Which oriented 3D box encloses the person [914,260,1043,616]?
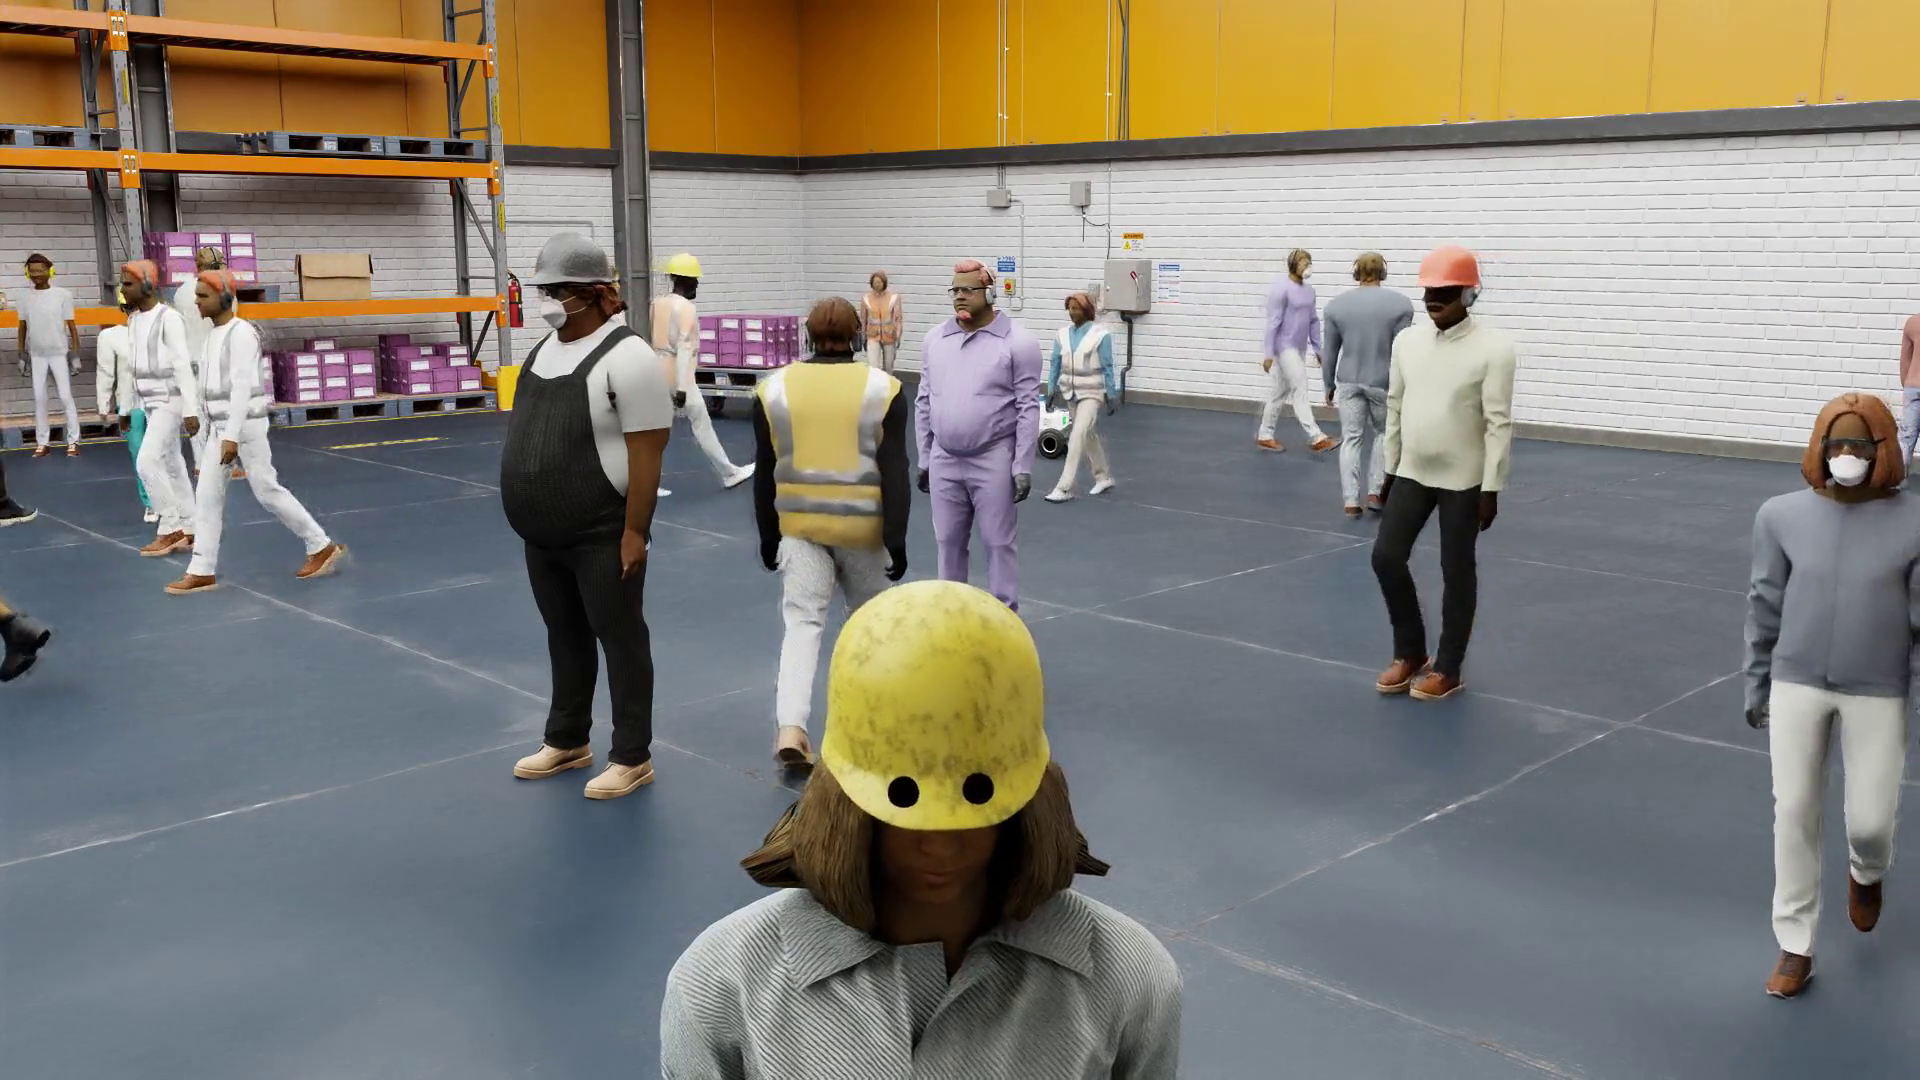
[{"bbox_3d":[0.059,-0.373,7.948,0.643,1.908,0.408,5,12,26],"label":"person"}]

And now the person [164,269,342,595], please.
[{"bbox_3d":[-4.103,-0.634,9.572,0.593,1.849,0.966,10,14,42],"label":"person"}]

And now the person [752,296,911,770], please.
[{"bbox_3d":[-0.503,-0.035,6.420,0.631,1.806,0.923,1,10,8],"label":"person"}]

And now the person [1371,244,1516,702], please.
[{"bbox_3d":[2.040,-0.267,7.154,0.518,1.980,0.644,-9,14,-42],"label":"person"}]

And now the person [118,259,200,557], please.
[{"bbox_3d":[-5.104,-0.822,10.488,0.613,1.864,0.612,9,14,41],"label":"person"}]

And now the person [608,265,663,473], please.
[{"bbox_3d":[-2.867,-1.325,13.476,0.984,1.800,0.511,-8,13,-38],"label":"person"}]

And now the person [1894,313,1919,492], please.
[{"bbox_3d":[7.205,-1.110,12.338,0.308,1.772,0.526,-3,11,-17],"label":"person"}]

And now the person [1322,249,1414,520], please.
[{"bbox_3d":[2.916,-1.111,11.934,0.655,1.914,0.598,4,11,23],"label":"person"}]

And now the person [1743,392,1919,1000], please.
[{"bbox_3d":[2.386,0.402,4.489,0.517,1.617,0.546,8,13,38],"label":"person"}]

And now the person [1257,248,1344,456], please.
[{"bbox_3d":[3.157,-1.718,15.312,0.990,1.889,0.660,9,14,40],"label":"person"}]

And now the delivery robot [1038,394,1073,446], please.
[{"bbox_3d":[0.727,-1.100,15.341,0.707,0.478,0.477,6,12,28],"label":"delivery robot"}]

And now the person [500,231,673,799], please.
[{"bbox_3d":[-1.389,-0.088,6.024,0.682,2.000,0.537,8,13,37],"label":"person"}]

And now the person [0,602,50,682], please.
[{"bbox_3d":[-4.435,-0.231,7.162,0.642,1.920,0.545,-1,10,-7],"label":"person"}]

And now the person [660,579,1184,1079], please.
[{"bbox_3d":[-0.031,0.885,1.544,0.484,1.739,0.305,-1,10,-6],"label":"person"}]

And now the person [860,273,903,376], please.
[{"bbox_3d":[-0.930,-2.356,19.647,0.511,1.581,0.900,0,10,0],"label":"person"}]

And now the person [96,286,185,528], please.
[{"bbox_3d":[-5.634,-0.927,11.464,0.552,1.713,0.912,-4,11,-22],"label":"person"}]

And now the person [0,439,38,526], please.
[{"bbox_3d":[-6.832,-1.031,11.442,0.613,1.930,0.850,5,11,24],"label":"person"}]

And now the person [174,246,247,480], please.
[{"bbox_3d":[-6.174,-1.448,13.740,0.625,1.935,0.363,4,11,22],"label":"person"}]

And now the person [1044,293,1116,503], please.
[{"bbox_3d":[0.929,-1.100,12.771,0.527,1.588,0.879,10,14,42],"label":"person"}]

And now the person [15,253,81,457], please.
[{"bbox_3d":[-8.331,-1.678,15.203,0.512,1.860,0.321,-2,11,-10],"label":"person"}]

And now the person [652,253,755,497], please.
[{"bbox_3d":[-2.107,-1.273,12.926,1.010,1.871,0.598,-8,13,-38],"label":"person"}]
